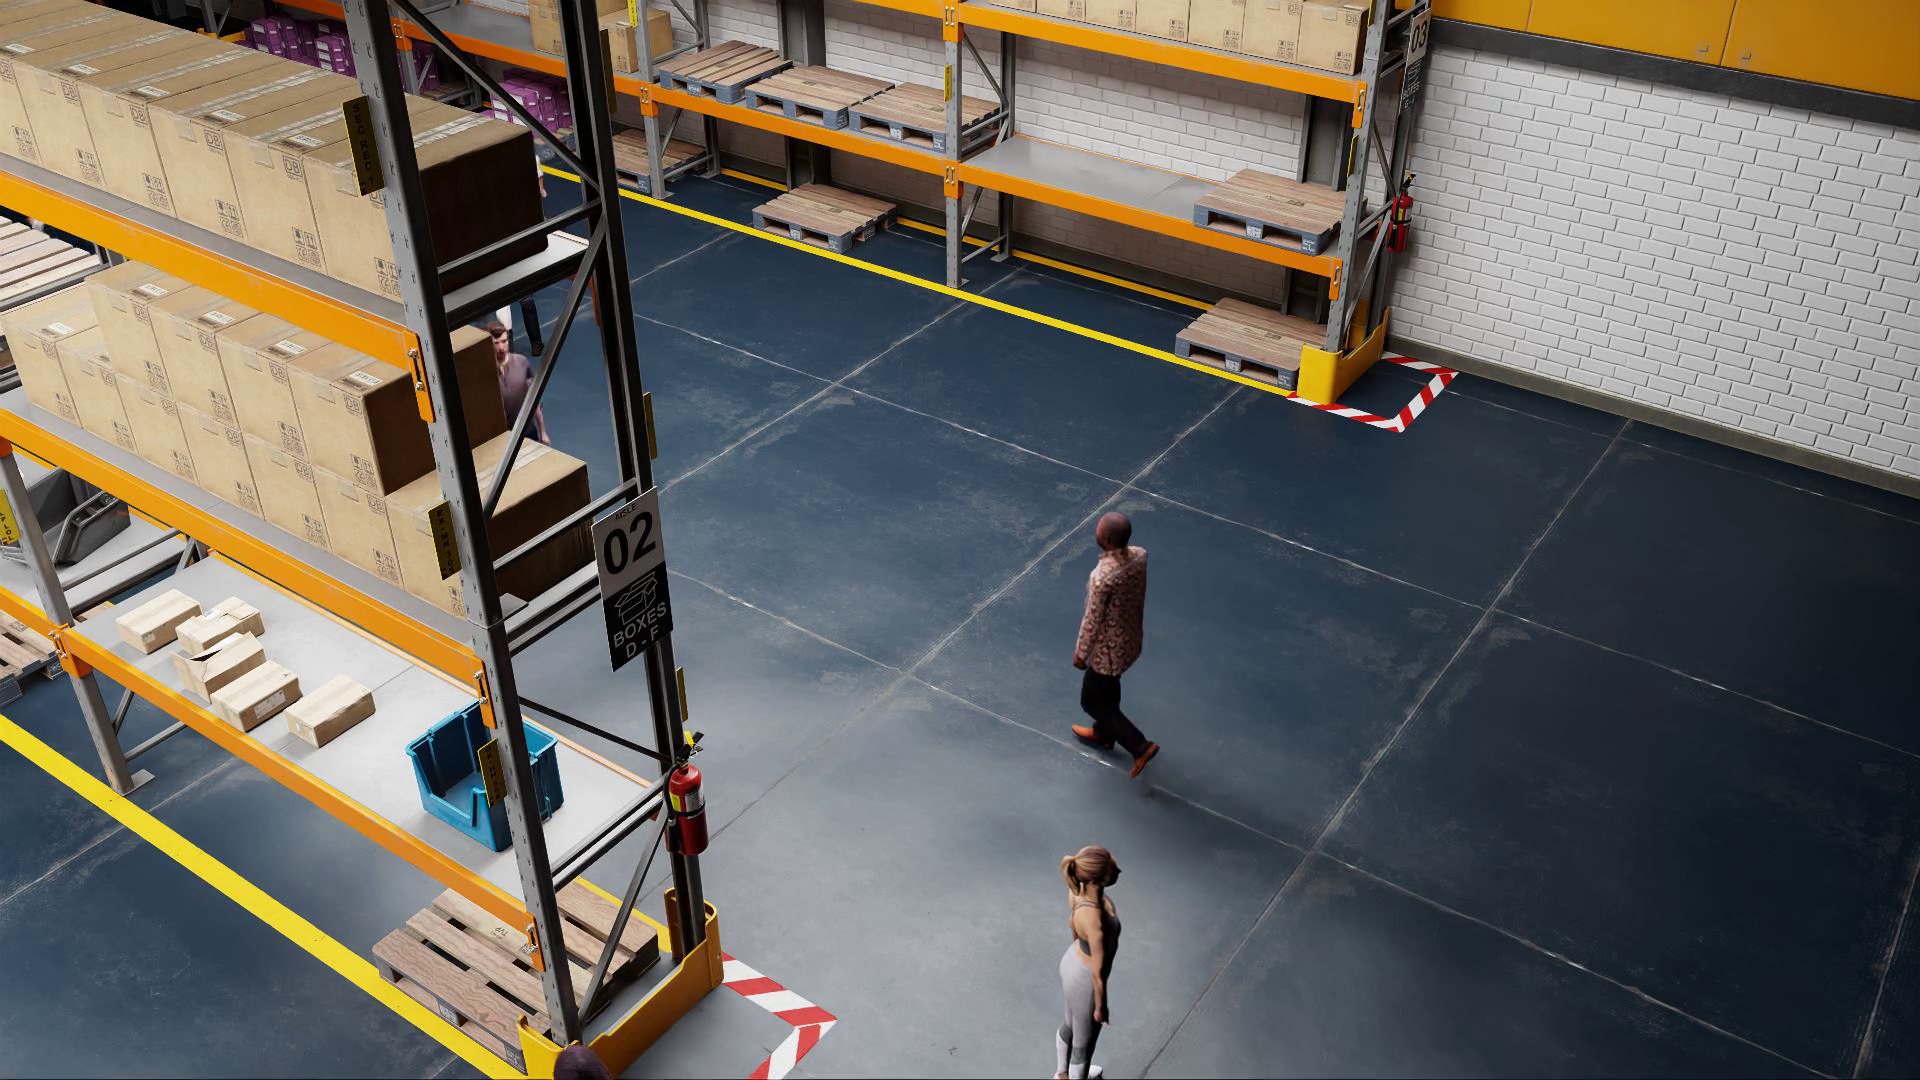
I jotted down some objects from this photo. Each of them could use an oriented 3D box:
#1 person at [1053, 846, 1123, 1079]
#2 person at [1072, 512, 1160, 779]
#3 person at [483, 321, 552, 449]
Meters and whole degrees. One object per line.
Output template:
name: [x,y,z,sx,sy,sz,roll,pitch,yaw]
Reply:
person: [0.604,2.117,8.001,0.702,1.702,0.643,-5,34,-8]
person: [0.989,0.667,10.109,0.927,1.785,0.685,22,40,30]
person: [-3.334,-0.803,12.270,0.775,1.840,0.840,-23,40,-31]
